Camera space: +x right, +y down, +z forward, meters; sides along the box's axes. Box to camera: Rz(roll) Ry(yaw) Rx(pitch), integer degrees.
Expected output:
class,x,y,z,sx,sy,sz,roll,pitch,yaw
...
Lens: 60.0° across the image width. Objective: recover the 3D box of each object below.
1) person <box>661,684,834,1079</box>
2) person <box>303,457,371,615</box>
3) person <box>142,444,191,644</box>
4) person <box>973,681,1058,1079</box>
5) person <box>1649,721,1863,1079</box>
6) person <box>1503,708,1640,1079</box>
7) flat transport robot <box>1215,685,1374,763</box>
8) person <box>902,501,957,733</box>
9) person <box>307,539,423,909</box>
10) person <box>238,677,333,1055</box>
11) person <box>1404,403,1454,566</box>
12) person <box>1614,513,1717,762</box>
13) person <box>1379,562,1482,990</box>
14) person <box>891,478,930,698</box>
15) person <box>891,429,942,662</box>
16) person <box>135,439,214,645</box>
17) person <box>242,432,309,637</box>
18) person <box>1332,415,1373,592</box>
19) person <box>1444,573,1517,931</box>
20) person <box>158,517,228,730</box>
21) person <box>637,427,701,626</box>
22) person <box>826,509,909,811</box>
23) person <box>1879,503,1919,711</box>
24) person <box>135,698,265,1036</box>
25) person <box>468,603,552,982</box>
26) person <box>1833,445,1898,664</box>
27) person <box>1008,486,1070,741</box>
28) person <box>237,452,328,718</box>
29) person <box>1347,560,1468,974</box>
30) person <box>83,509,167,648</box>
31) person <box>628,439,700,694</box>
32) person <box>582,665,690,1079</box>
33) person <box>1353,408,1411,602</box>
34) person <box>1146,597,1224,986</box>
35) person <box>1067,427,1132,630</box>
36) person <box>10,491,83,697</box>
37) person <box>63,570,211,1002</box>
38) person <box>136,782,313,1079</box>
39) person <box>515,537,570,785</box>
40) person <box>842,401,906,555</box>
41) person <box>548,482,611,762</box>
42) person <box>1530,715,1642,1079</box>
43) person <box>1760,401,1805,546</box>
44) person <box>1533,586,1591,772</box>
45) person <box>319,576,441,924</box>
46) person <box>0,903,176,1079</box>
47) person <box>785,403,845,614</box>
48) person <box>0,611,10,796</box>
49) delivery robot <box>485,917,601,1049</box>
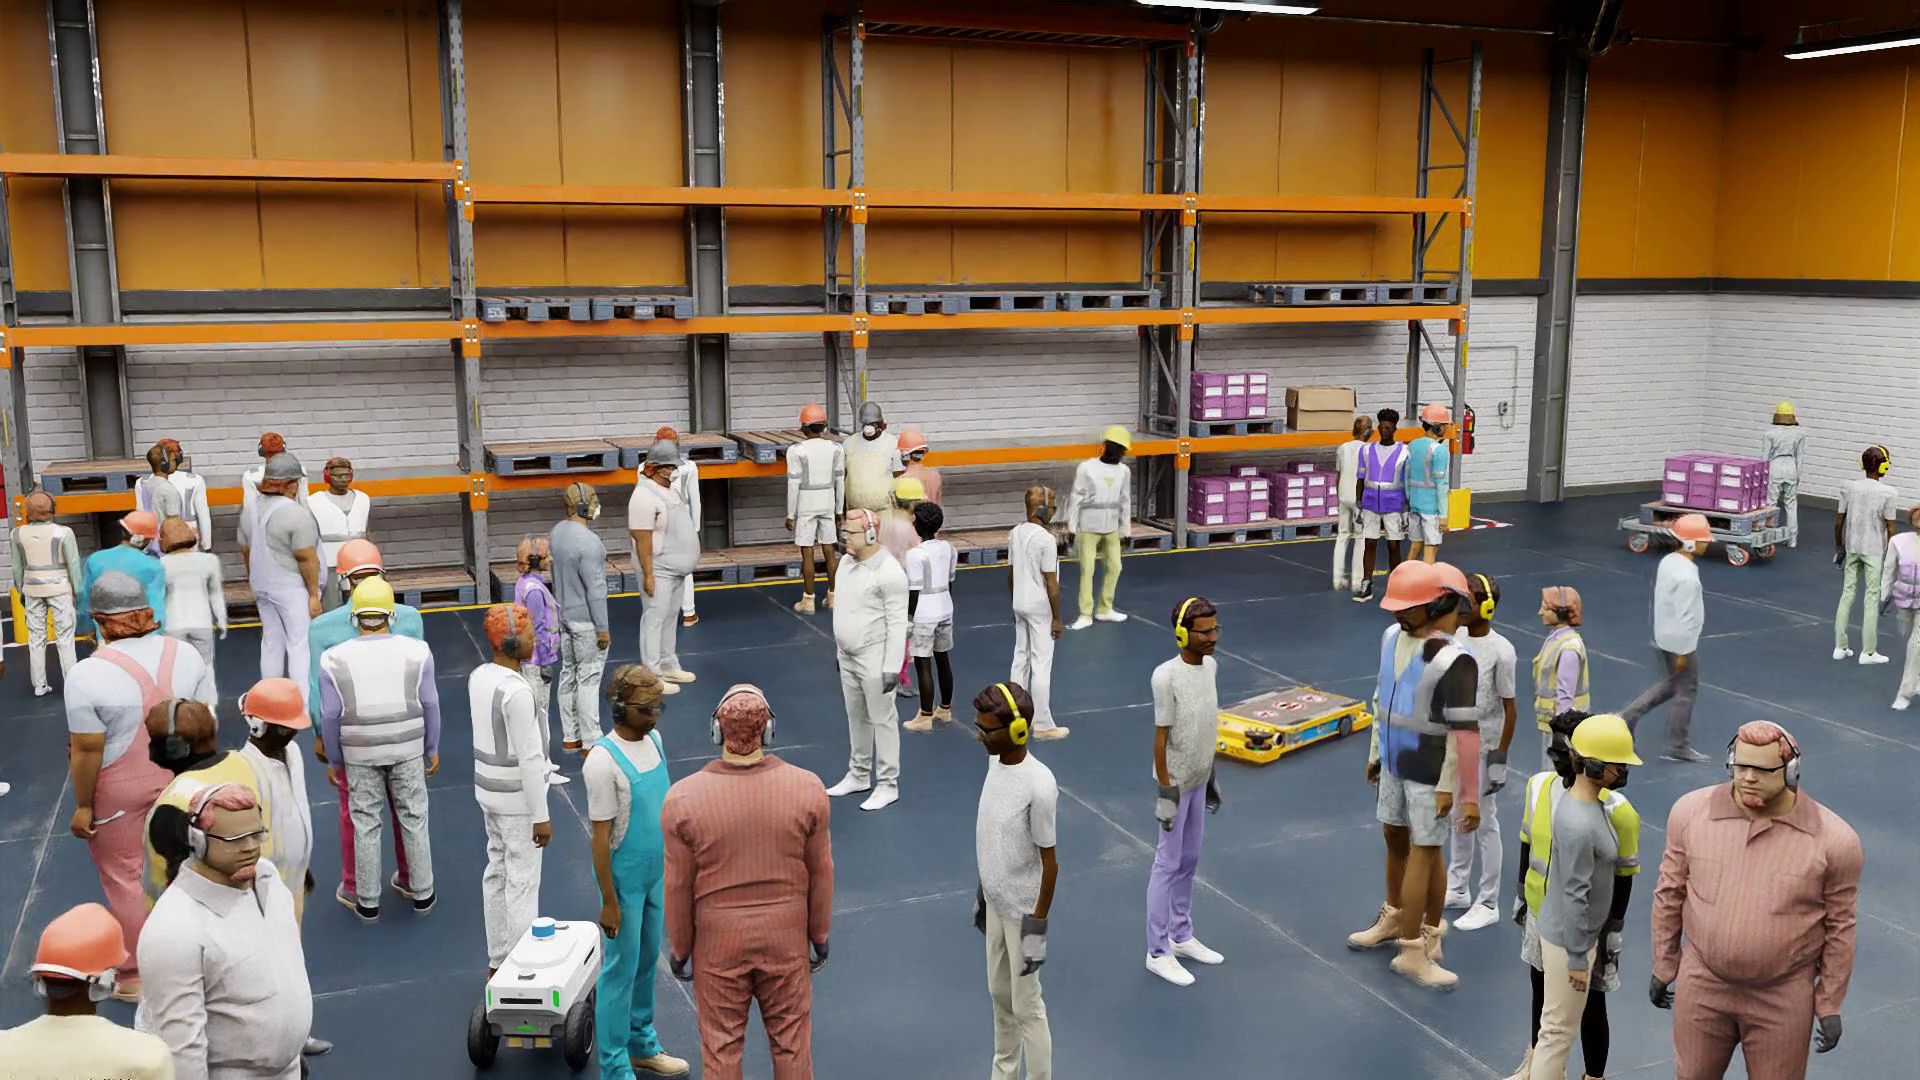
class,x,y,z,sx,sy,sz,roll,pitch,yaw
person,-0.796,1.480,6.275,0.640,1.909,0.409,-2,10,-13
person,-5.076,0.232,13.644,0.389,1.844,0.563,8,13,39
person,-6.883,0.088,14.469,0.506,1.847,0.345,7,12,36
person,0.193,1.458,6.524,0.328,1.865,0.520,-5,11,-25
person,2.748,1.557,5.830,0.651,1.906,0.403,7,12,35
person,2.457,1.508,6.712,0.317,1.695,0.540,-6,11,-31
flat transport robot,2.334,1.303,11.997,1.431,0.197,0.652,-9,14,-43
person,-0.232,0.560,12.176,0.315,1.696,0.541,7,12,35
person,-3.166,0.980,8.930,0.615,1.987,0.406,-6,12,-31
person,-2.882,1.428,7.048,0.352,1.739,0.564,1,10,4
person,4.589,-0.318,16.236,0.385,2.041,0.615,-3,10,-18
person,4.896,0.665,11.450,0.523,1.732,0.579,1,10,8
person,2.335,1.124,8.096,0.491,2.010,0.740,-2,10,-10
person,-0.388,0.383,13.002,0.364,1.754,0.545,1,10,4
person,-0.402,0.046,14.281,0.387,1.992,0.626,7,12,35
person,-6.871,0.050,14.574,0.583,1.882,0.337,-3,10,-19
person,-6.183,-0.039,15.092,0.581,1.882,0.351,-8,13,-38
person,4.109,-0.376,17.213,0.519,1.831,0.373,9,14,43
person,2.661,1.089,8.634,0.329,1.871,0.512,-3,10,-18
person,-5.538,0.636,11.941,0.546,1.613,0.391,-7,12,-36
person,-2.709,-0.122,15.559,0.573,1.887,0.355,-1,10,-7
person,-0.603,0.745,10.506,0.399,1.910,0.643,-7,12,-37
person,7.480,0.482,12.941,0.874,1.596,0.530,-8,13,-39
person,-3.040,1.491,6.465,0.782,1.812,0.638,1,10,5
person,-2.084,1.228,7.812,0.355,1.877,0.575,-8,13,-39
person,7.734,0.123,14.197,0.314,1.869,0.537,-6,12,-33
person,0.550,0.525,11.970,0.345,1.840,0.504,-7,12,-36
person,-4.984,0.347,12.415,0.688,2.000,0.536,5,11,29
person,2.193,1.095,8.120,0.389,2.036,0.605,-5,11,-25
person,-5.880,0.649,11.658,0.617,1.700,0.630,0,10,1
person,-2.346,0.195,13.289,0.535,2.000,0.688,2,10,10
person,-1.341,1.410,6.870,0.331,1.837,0.521,3,10,16
person,4.220,-0.332,16.574,0.607,1.954,0.367,6,11,30
person,1.108,1.188,8.054,0.331,1.874,0.519,8,13,38
person,1.293,-0.102,15.476,0.681,1.883,0.376,-5,11,-25
person,-7.166,0.432,13.089,0.518,1.637,0.307,0,10,-3
person,-3.919,1.137,7.864,0.538,2.000,0.689,5,11,29
person,-2.213,1.673,5.164,0.409,1.906,0.651,1,10,4
person,-2.792,0.794,10.990,0.309,1.641,0.514,-4,11,-23
person,-0.900,-0.389,16.655,0.684,2.000,0.536,3,10,17
person,-2.602,0.558,11.492,0.372,1.940,0.632,-8,13,-39
person,2.406,1.529,6.427,0.338,1.761,0.525,4,11,24
person,9.750,-0.779,19.783,0.485,1.734,0.336,0,10,0
person,3.407,1.065,9.456,0.314,1.632,0.529,2,10,13
person,-3.020,1.094,8.707,0.586,1.833,0.403,-4,11,-22
person,-2.399,1.865,4.575,0.559,1.727,0.493,-1,10,-7
person,-1.417,-0.304,16.145,0.616,2.046,0.373,-6,12,-31
person,-6.373,0.740,10.504,0.592,1.919,0.392,-4,11,-22
delivery robot,-1.838,1.918,7.372,0.477,0.478,0.707,0,10,2
